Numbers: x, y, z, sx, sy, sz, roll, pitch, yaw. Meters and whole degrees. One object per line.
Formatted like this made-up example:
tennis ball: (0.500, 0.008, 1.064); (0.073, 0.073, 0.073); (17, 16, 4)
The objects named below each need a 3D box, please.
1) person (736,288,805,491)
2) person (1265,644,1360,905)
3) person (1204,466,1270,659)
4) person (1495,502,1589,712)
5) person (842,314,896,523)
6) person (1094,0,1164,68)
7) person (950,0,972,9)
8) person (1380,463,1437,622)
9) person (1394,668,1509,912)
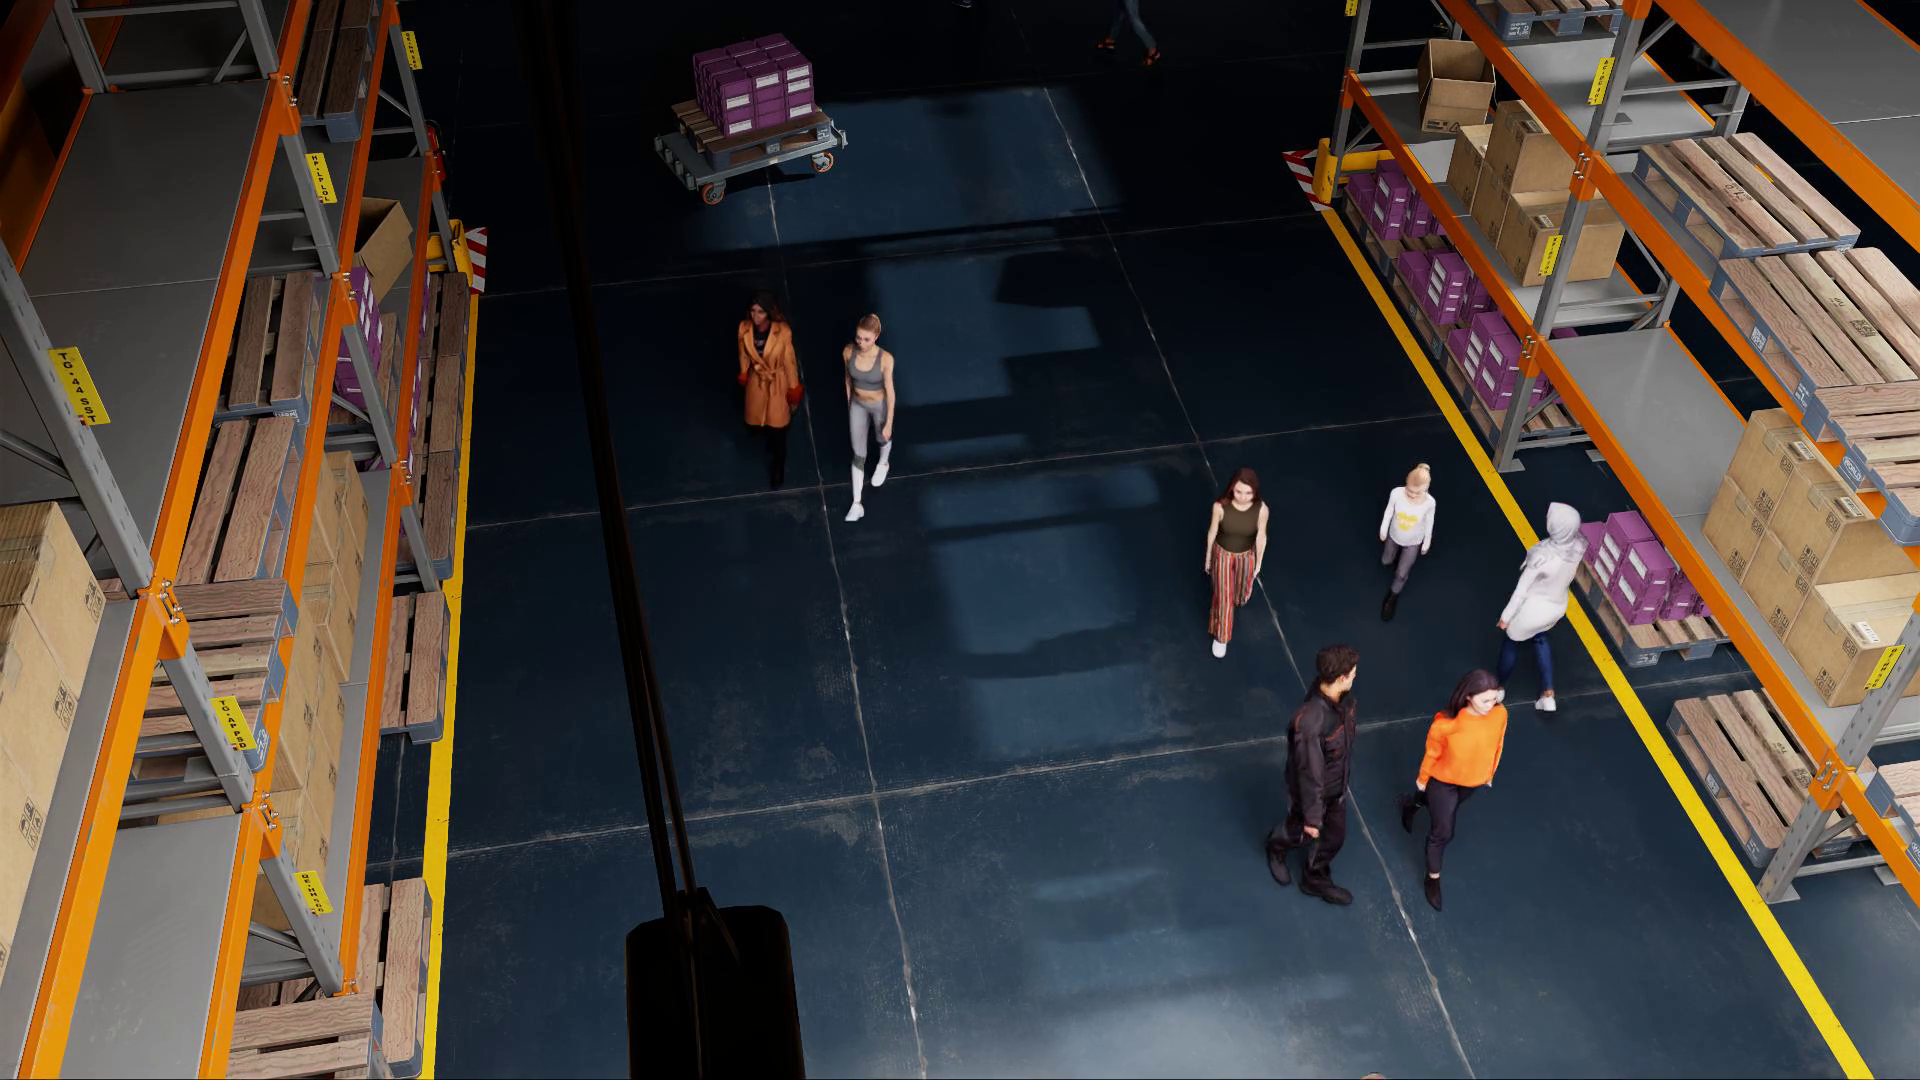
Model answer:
person: (-1.383, -1.161, 12.315); (0.834, 1.710, 0.891); (8, 44, 9)
person: (2.002, 1.343, 9.546); (1.045, 1.904, 1.103); (-31, 52, -28)
person: (1.831, 0.064, 11.148); (0.733, 1.547, 0.942); (8, 44, 8)
person: (3.717, 0.472, 10.559); (0.780, 1.768, 0.926); (-18, 47, -18)
person: (-0.621, -1.003, 12.184); (0.869, 1.662, 1.130); (11, 45, 11)
person: (1.820, -5.651, 17.074); (1.073, 1.647, 1.067); (21, 48, 21)
person: (0.106, -6.733, 18.059); (0.738, 1.854, 0.746); (-33, 52, -30)
person: (3.088, -0.061, 11.487); (0.778, 1.259, 0.874); (20, 47, 19)
person: (2.844, 1.309, 9.704); (0.693, 1.735, 1.007); (-12, 45, -12)
